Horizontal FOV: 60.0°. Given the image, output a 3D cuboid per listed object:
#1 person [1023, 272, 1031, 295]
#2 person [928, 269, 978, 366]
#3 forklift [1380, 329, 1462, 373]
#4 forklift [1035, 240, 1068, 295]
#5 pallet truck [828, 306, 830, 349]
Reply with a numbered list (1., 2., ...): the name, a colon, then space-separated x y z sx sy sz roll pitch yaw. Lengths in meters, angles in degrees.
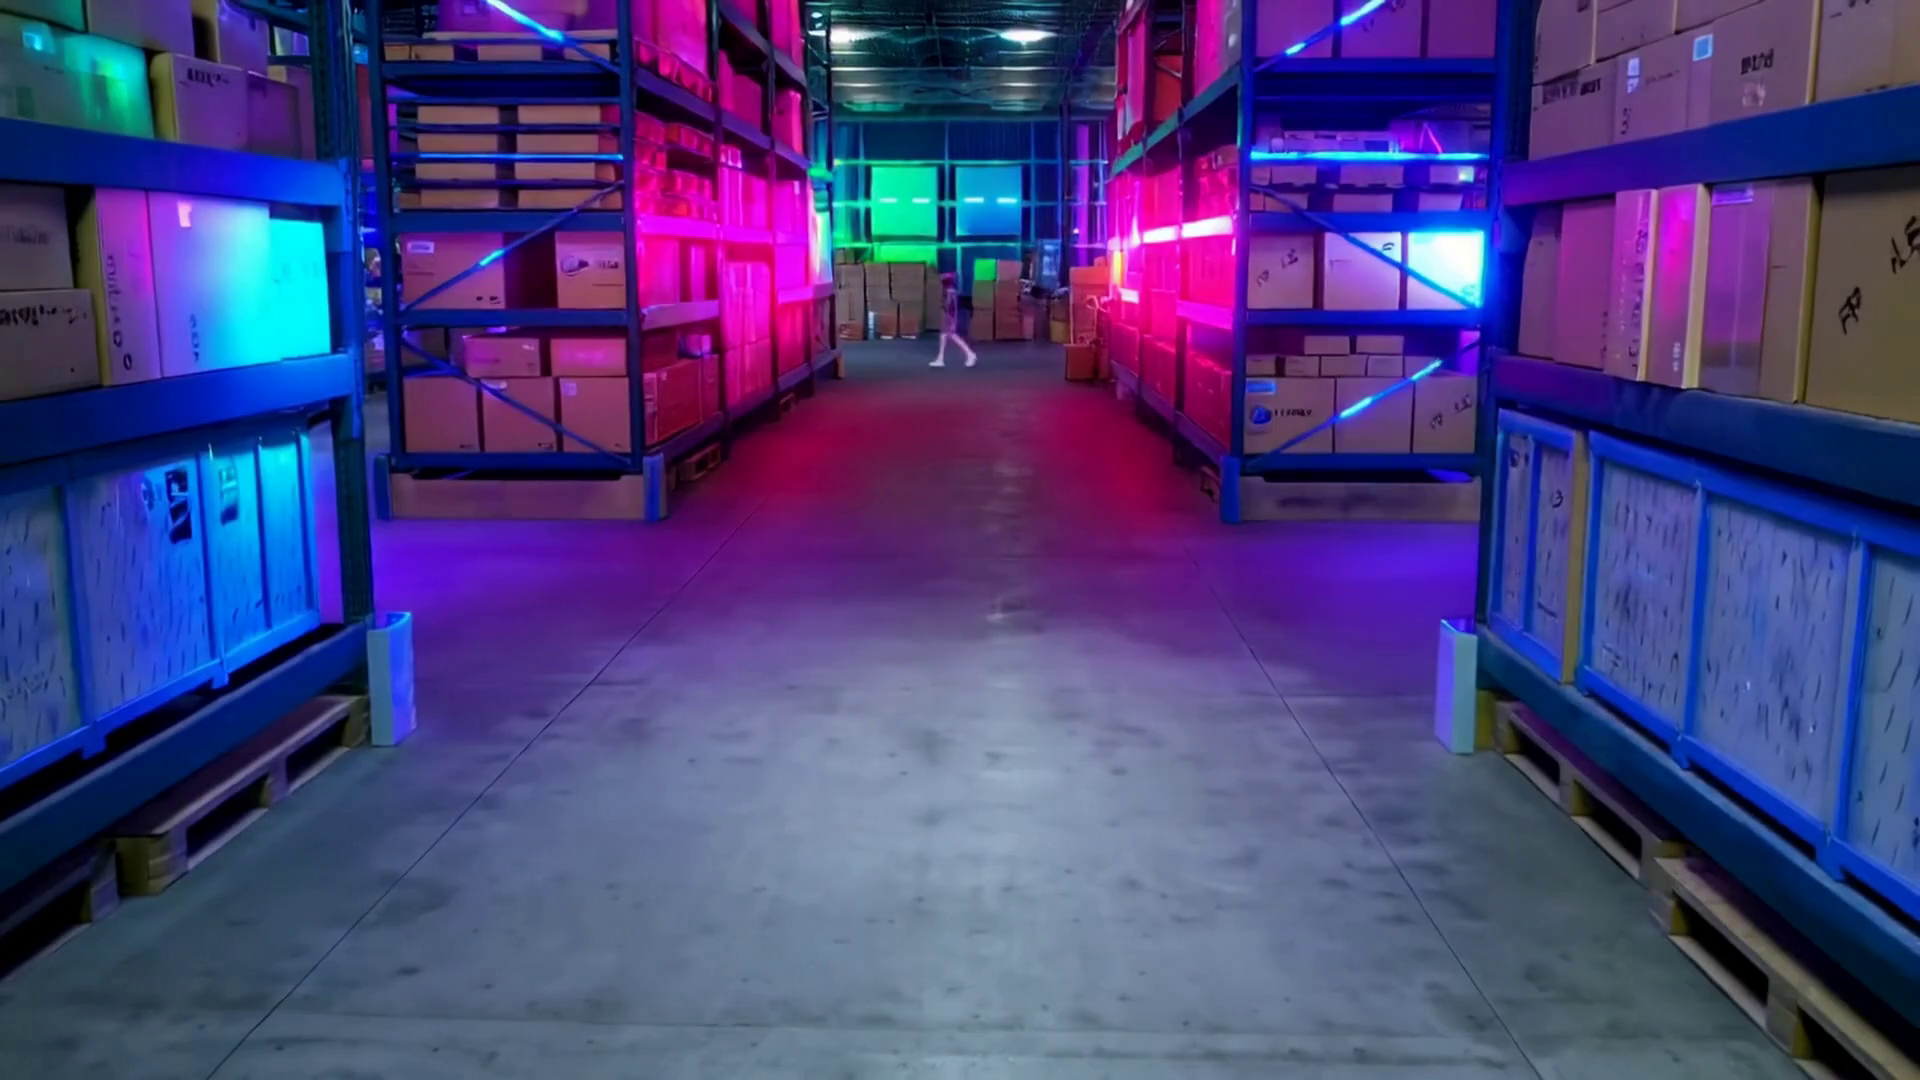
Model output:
1. person: 2.717 -9.580 64.582 0.690 1.660 0.359 6 11 30
2. person: -0.117 -4.342 32.530 0.930 1.904 0.546 0 9 1
3. forklift: 6.702 -3.646 25.399 1.129 2.768 1.873 -4 10 -24
4. forklift: 3.222 -9.565 60.854 1.129 2.768 1.873 -2 10 -14
5. pallet truck: -3.100 -3.940 29.800 1.885 1.965 0.823 3 10 19
